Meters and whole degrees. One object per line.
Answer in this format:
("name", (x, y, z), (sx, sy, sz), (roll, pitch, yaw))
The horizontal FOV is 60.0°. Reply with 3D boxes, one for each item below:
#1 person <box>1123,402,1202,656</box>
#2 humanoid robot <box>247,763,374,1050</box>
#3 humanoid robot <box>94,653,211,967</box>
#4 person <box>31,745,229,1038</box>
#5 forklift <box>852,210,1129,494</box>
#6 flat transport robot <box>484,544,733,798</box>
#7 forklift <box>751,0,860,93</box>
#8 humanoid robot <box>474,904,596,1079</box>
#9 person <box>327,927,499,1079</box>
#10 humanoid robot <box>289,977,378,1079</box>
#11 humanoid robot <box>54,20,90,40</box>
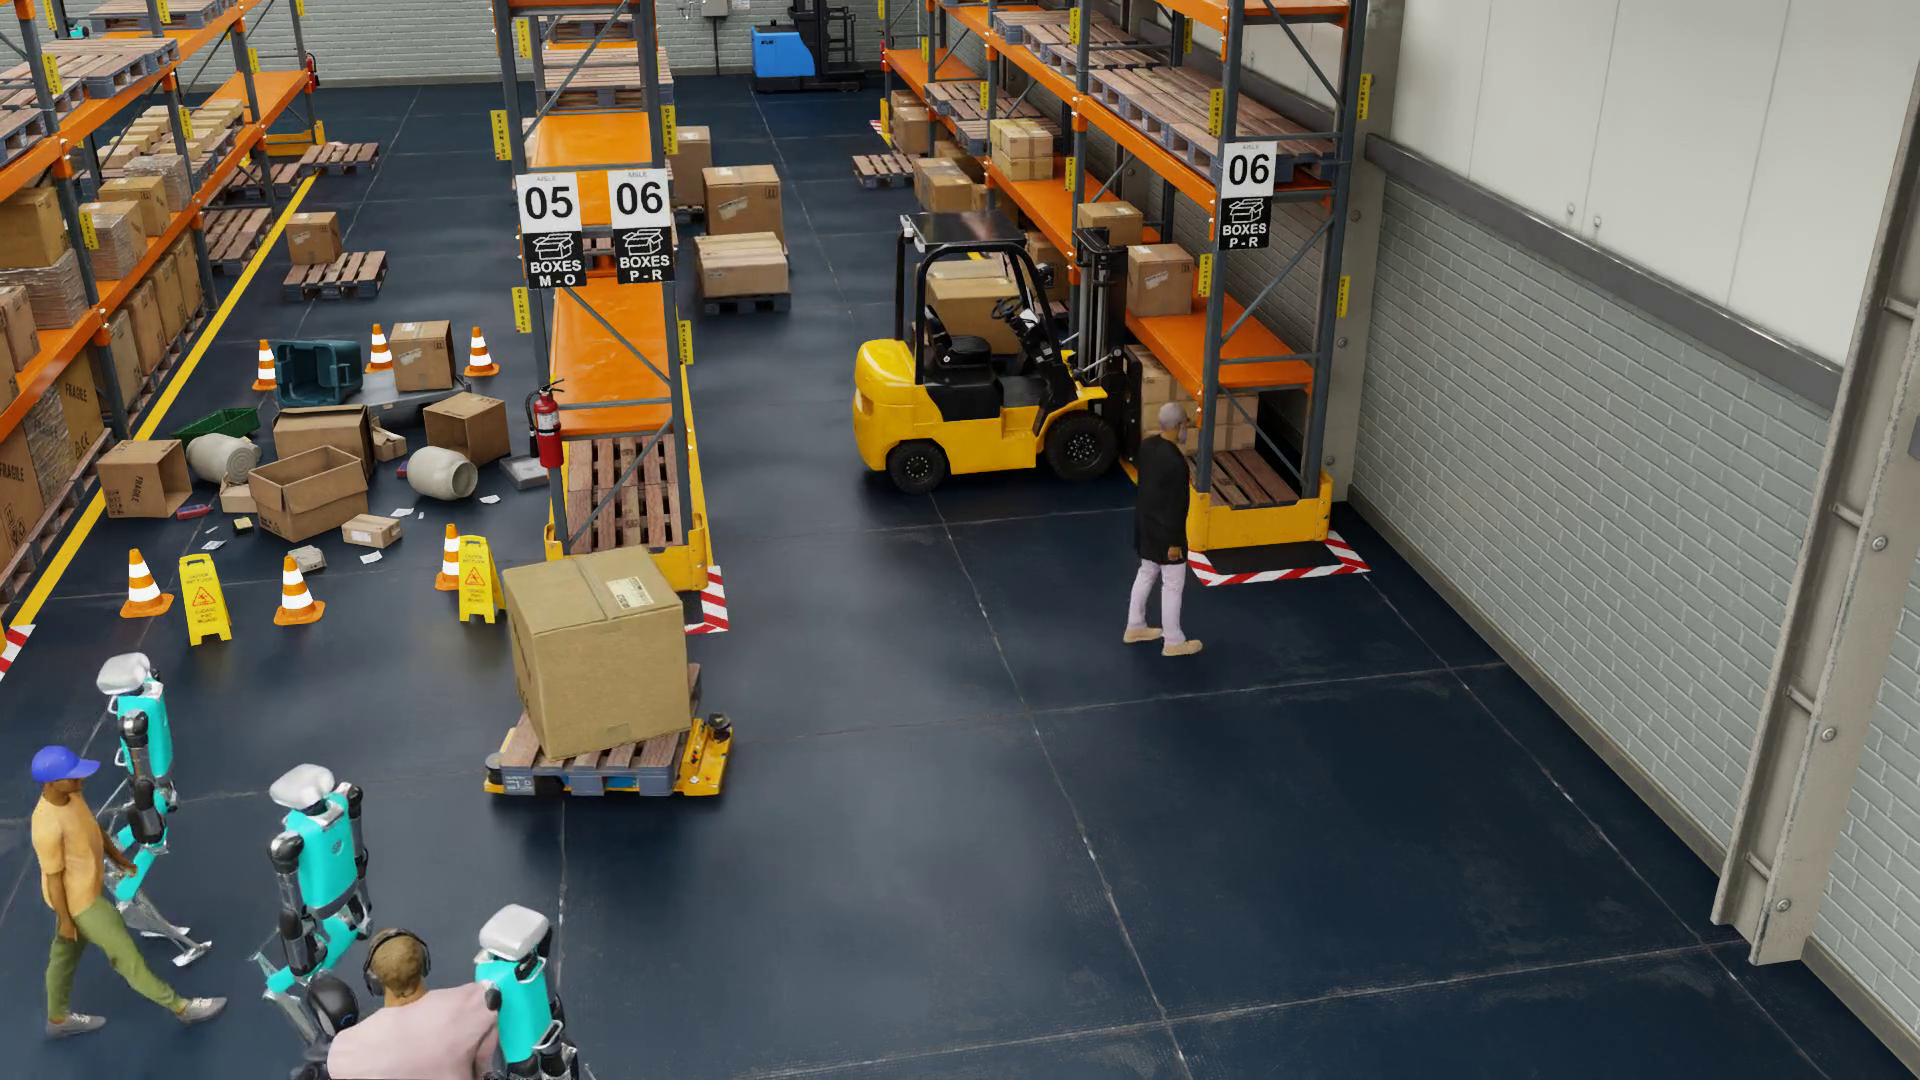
("person", (1.405, -0.079, 11.477), (0.415, 1.856, 0.541), (-11, 28, -21))
("humanoid robot", (-3.052, 1.810, 7.700), (0.679, 1.829, 0.530), (9, 27, 17))
("humanoid robot", (-4.294, 1.405, 8.502), (0.681, 1.787, 0.564), (-6, 26, -13))
("person", (-4.134, 1.686, 7.990), (0.891, 1.671, 0.464), (-7, 27, -14))
("forklift", (0.216, -1.659, 14.366), (2.313, 2.155, 1.214), (-5, 26, -10))
("flat transport robot", (-2.171, 1.332, 10.354), (1.431, 0.231, 0.659), (0, 26, 1))
("forklift", (-2.872, -9.679, 30.288), (1.873, 2.768, 1.129), (-5, 26, -10))
("humanoid robot", (-1.545, 2.291, 6.694), (0.673, 1.827, 0.541), (6, 26, 13))
("person", (-2.044, 2.302, 6.415), (0.634, 1.936, 0.378), (-14, 29, -26))
("humanoid robot", (-2.332, 2.384, 6.535), (0.320, 1.654, 0.608), (16, 30, 30))
("humanoid robot", (-14.598, -7.804, 27.665), (0.554, 1.722, 0.998), (-21, 32, -36))
